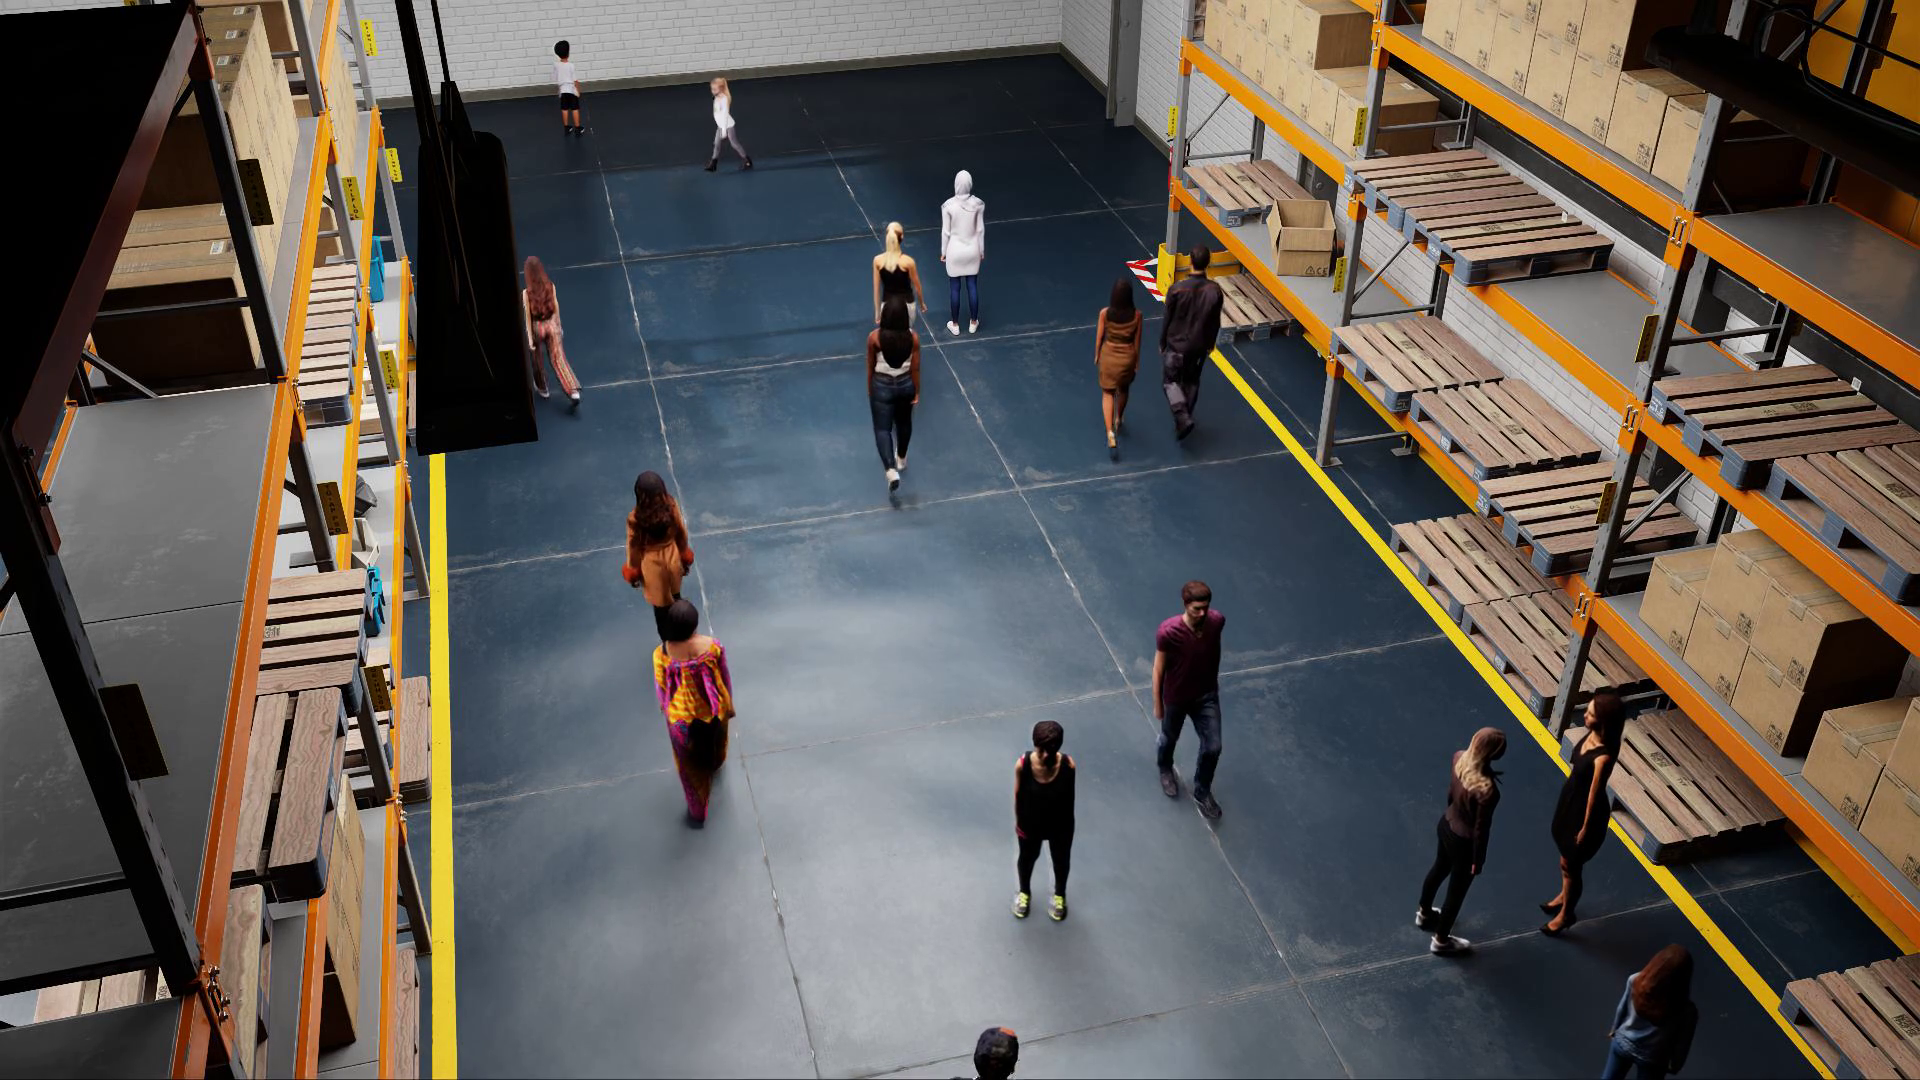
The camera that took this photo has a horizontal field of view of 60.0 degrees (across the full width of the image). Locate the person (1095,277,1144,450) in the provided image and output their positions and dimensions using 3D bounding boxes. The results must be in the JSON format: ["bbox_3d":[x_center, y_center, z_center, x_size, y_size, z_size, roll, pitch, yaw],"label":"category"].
[{"bbox_3d":[1.461,-1.604,15.355,0.761,1.663,1.038,0,34,0],"label":"person"}]

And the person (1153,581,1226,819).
[{"bbox_3d":[1.515,0.978,11.323,0.707,1.827,0.842,-10,35,-14],"label":"person"}]

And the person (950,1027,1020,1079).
[{"bbox_3d":[0.127,3.131,8.040,0.816,1.877,0.835,5,34,8],"label":"person"}]

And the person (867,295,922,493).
[{"bbox_3d":[-0.586,-1.276,14.751,0.700,1.786,1.109,-5,34,-7],"label":"person"}]

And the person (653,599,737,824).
[{"bbox_3d":[-1.785,1.142,11.218,0.677,1.671,1.058,-7,34,-10],"label":"person"}]

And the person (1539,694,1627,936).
[{"bbox_3d":[3.836,1.692,10.242,0.710,1.835,0.592,6,34,9],"label":"person"}]

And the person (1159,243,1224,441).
[{"bbox_3d":[2.128,-1.785,15.390,0.764,1.927,1.002,-6,34,-8],"label":"person"}]

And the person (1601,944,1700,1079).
[{"bbox_3d":[3.682,2.745,8.983,0.579,1.475,0.679,26,42,34],"label":"person"}]

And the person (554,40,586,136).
[{"bbox_3d":[-5.309,-6.122,22.520,0.562,1.256,0.604,9,35,13],"label":"person"}]

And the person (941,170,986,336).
[{"bbox_3d":[0.030,-2.993,17.344,0.629,1.775,0.545,-5,34,-8],"label":"person"}]

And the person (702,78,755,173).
[{"bbox_3d":[-2.933,-5.310,21.304,0.724,1.251,0.903,-14,36,-20],"label":"person"}]

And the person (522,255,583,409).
[{"bbox_3d":[-3.969,-1.982,16.037,0.856,1.538,1.121,-24,41,-32],"label":"person"}]

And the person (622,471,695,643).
[{"bbox_3d":[-2.208,0.263,12.502,0.797,1.713,0.782,-19,38,-26],"label":"person"}]

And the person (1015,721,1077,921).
[{"bbox_3d":[0.541,1.740,10.428,0.587,1.550,0.582,1,34,1],"label":"person"}]

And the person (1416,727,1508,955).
[{"bbox_3d":[3.057,1.820,10.170,0.669,1.701,0.459,-6,34,-9],"label":"person"}]

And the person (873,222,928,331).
[{"bbox_3d":[-0.605,-2.174,16.086,0.966,1.805,1.125,10,35,15],"label":"person"}]
